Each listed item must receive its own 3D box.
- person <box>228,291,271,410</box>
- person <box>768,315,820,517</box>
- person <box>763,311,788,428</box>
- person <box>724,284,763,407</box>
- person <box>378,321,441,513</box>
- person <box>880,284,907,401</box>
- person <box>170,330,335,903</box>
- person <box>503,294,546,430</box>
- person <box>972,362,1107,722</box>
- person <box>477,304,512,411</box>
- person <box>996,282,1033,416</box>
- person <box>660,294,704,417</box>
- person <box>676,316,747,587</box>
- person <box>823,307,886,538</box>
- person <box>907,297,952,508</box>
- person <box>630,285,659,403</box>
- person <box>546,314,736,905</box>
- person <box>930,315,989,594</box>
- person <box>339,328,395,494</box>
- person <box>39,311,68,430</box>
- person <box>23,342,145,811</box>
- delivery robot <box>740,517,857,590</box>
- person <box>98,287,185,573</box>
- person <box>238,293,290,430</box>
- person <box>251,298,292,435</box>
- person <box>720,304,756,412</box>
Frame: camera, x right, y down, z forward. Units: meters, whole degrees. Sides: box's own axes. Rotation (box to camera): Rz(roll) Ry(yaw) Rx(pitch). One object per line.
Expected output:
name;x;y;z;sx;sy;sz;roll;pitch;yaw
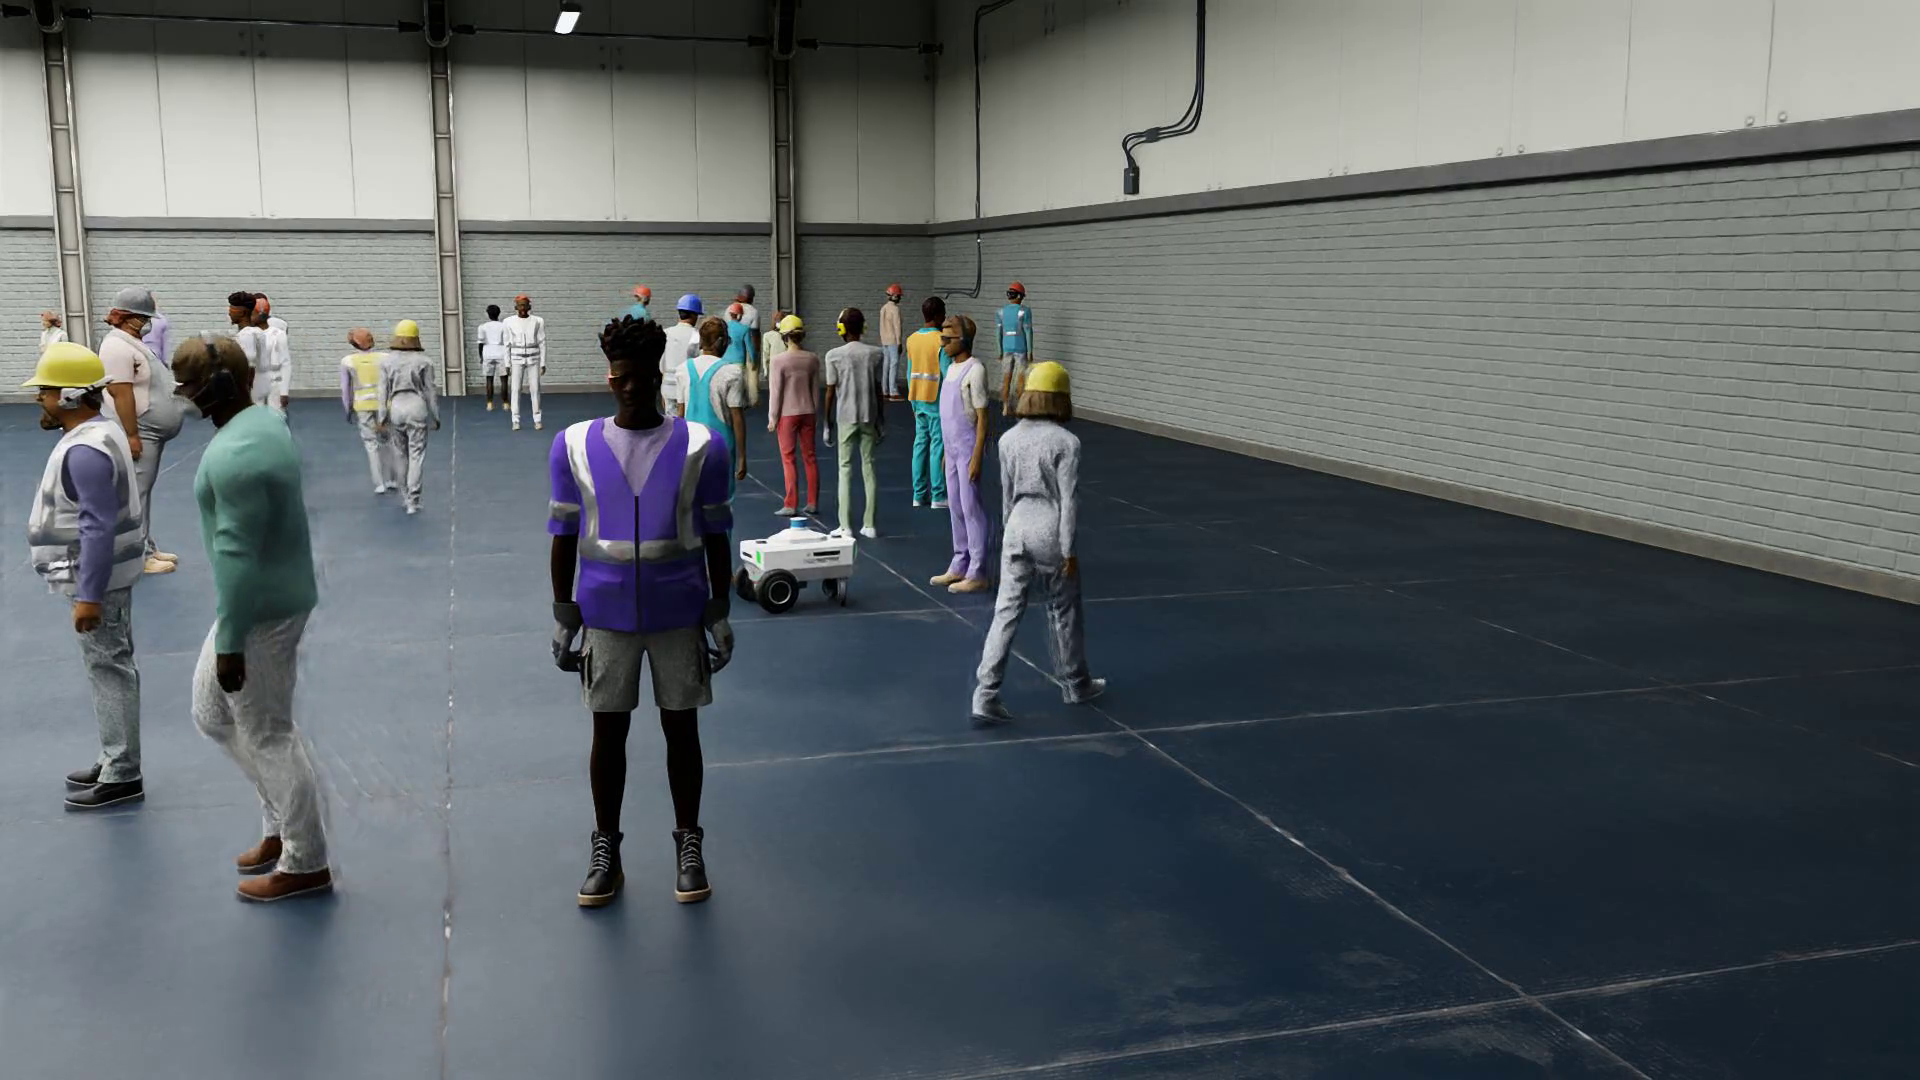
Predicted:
person;-6.890;-1.426;16.140;0.366;1.967;0.603;-2;9;-12
person;-1.460;-1.084;14.600;0.533;1.767;0.326;-8;12;-41
person;-2.497;-2.368;23.208;0.503;1.632;0.271;0;9;-3
person;-3.513;-3.170;27.031;0.684;2.000;0.709;5;10;27
person;-4.953;-1.121;15.040;0.510;1.700;0.863;-1;9;-4
person;-1.146;-3.385;28.559;0.399;1.989;0.623;-5;10;-30
person;-2.342;0.268;5.515;0.474;1.910;0.677;-2;9;-15
person;-6.019;-2.455;23.015;0.568;1.876;0.349;-3;9;-18
person;0.365;0.002;7.897;0.485;1.696;0.918;7;11;36
person;-7.330;-2.875;26.274;0.548;1.693;0.320;-1;9;-5
person;0.846;-2.874;25.167;0.605;2.035;0.385;5;10;29
person;-2.671;-1.428;16.280;0.618;1.932;0.420;4;10;23
person;-1.668;-0.584;11.202;0.517;1.835;0.349;3;9;20
person;-0.854;-0.927;13.314;0.523;1.859;0.362;-3;10;-21
person;-0.256;-1.244;15.135;0.392;1.919;0.592;-8;12;-41
person;-5.124;-3.179;27.307;0.682;1.976;0.619;-5;10;-28
person;-1.055;0.237;5.530;0.614;1.963;0.361;-1;9;-6
person;0.015;-0.566;11.043;0.329;1.842;0.516;-4;10;-24
person;-5.737;-1.257;16.202;0.537;1.602;0.610;-4;10;-25
person;-12.490;-2.336;22.994;0.516;1.636;0.314;4;10;25
person;-3.435;0.141;6.563;0.404;1.835;0.587;-4;10;-23
delivery robot;-1.025;0.099;10.602;0.707;0.478;0.477;-5;10;-27
person;-5.819;-0.793;11.869;0.536;2.000;0.676;-3;9;-20
person;-8.381;-2.018;20.082;0.588;1.916;0.399;-8;12;-43
person;-7.108;-1.528;17.056;0.576;1.883;0.352;4;10;25
person;-3.420;-2.788;25.668;0.577;1.700;0.878;5;10;30
